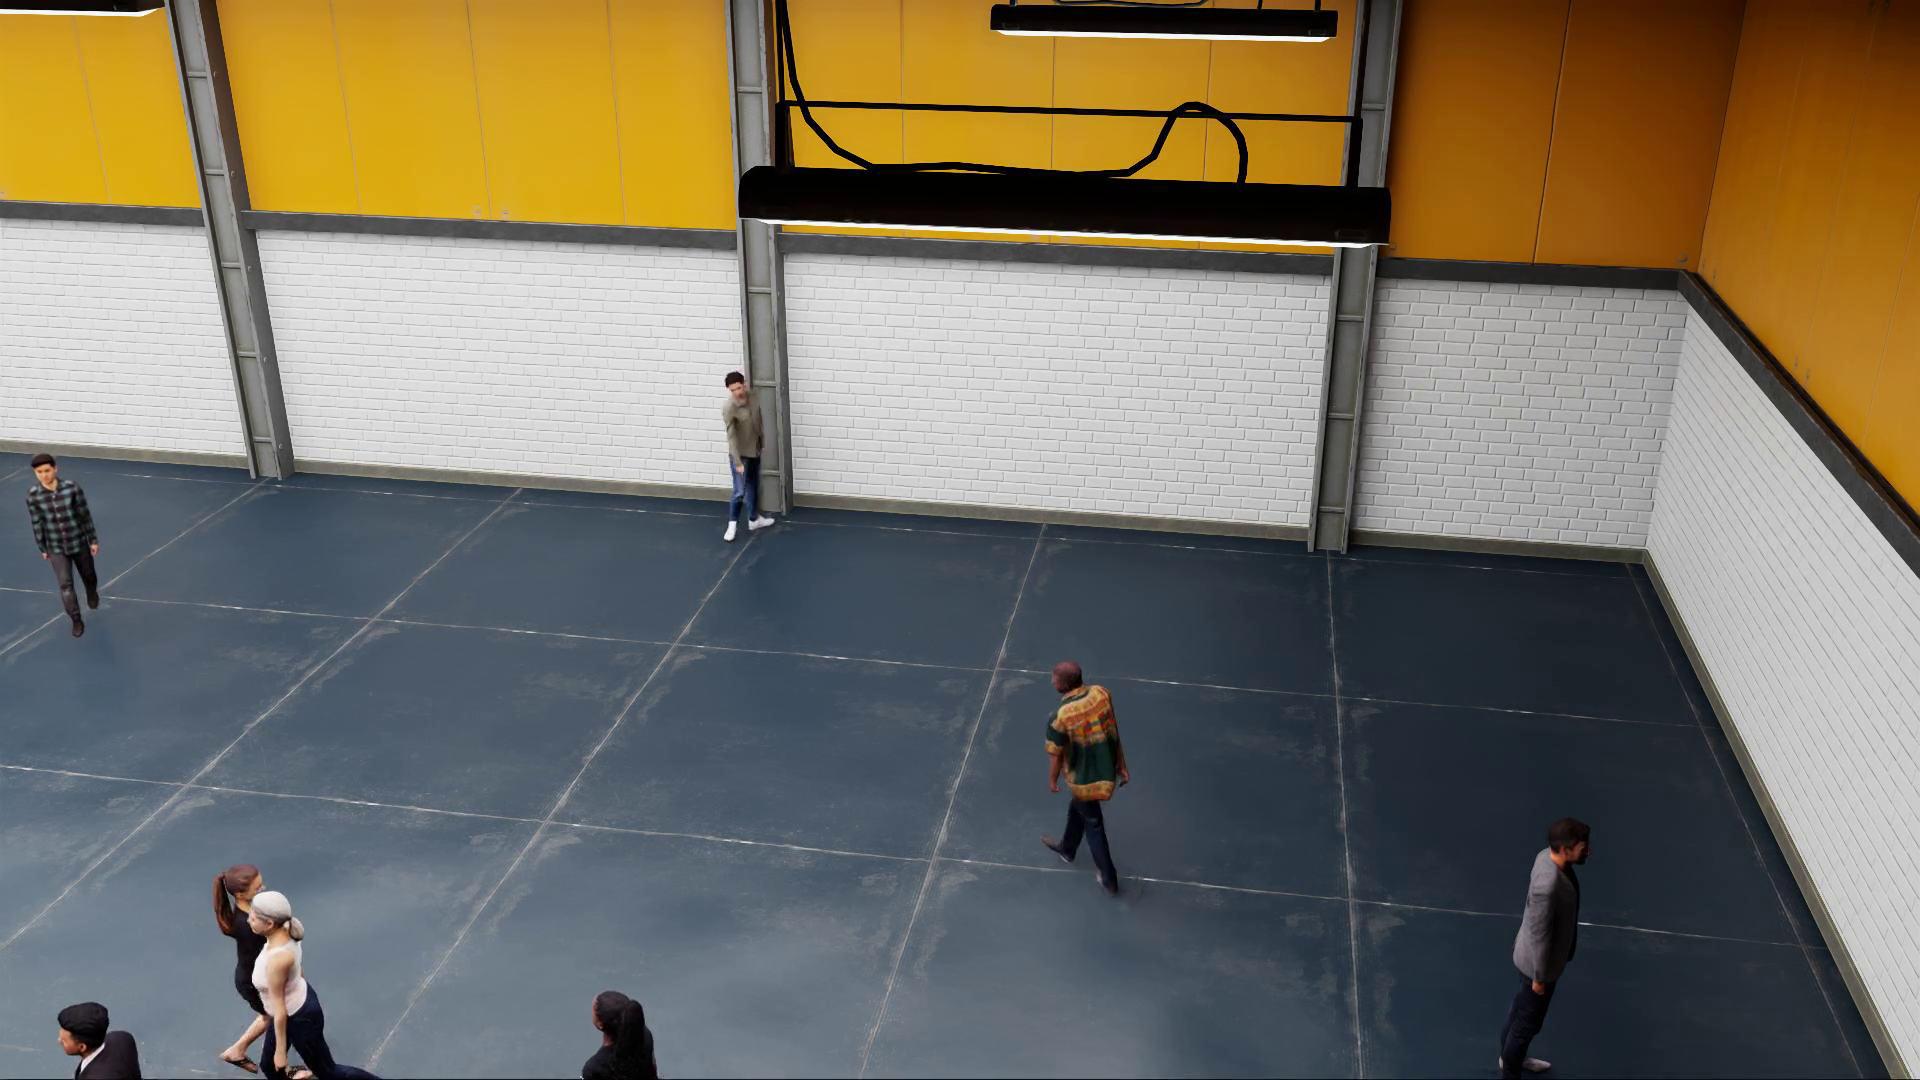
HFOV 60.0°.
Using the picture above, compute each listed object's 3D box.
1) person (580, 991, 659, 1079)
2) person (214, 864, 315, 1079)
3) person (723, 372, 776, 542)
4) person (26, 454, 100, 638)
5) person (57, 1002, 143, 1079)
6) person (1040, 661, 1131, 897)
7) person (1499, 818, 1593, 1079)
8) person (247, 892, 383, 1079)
[{"bbox_3d":[-1.666,3.043,8.462,0.887,1.716,0.764,12,26,26],"label":"person"},{"bbox_3d":[-4.175,2.579,9.743,0.840,1.540,0.737,-9,25,-20],"label":"person"},{"bbox_3d":[-2.229,-0.941,17.420,0.753,1.840,0.900,6,24,14],"label":"person"},{"bbox_3d":[-8.112,-0.021,15.150,1.073,1.694,1.054,-11,26,-24],"label":"person"},{"bbox_3d":[-4.059,3.047,8.266,1.033,1.867,0.909,-5,24,-11],"label":"person"},{"bbox_3d":[0.947,1.669,11.566,1.097,1.748,1.172,-12,27,-26],"label":"person"},{"bbox_3d":[3.387,2.423,9.688,0.638,1.871,0.727,8,25,18],"label":"person"},{"bbox_3d":[-3.609,2.698,9.321,1.236,1.659,1.020,-9,25,-20],"label":"person"}]
